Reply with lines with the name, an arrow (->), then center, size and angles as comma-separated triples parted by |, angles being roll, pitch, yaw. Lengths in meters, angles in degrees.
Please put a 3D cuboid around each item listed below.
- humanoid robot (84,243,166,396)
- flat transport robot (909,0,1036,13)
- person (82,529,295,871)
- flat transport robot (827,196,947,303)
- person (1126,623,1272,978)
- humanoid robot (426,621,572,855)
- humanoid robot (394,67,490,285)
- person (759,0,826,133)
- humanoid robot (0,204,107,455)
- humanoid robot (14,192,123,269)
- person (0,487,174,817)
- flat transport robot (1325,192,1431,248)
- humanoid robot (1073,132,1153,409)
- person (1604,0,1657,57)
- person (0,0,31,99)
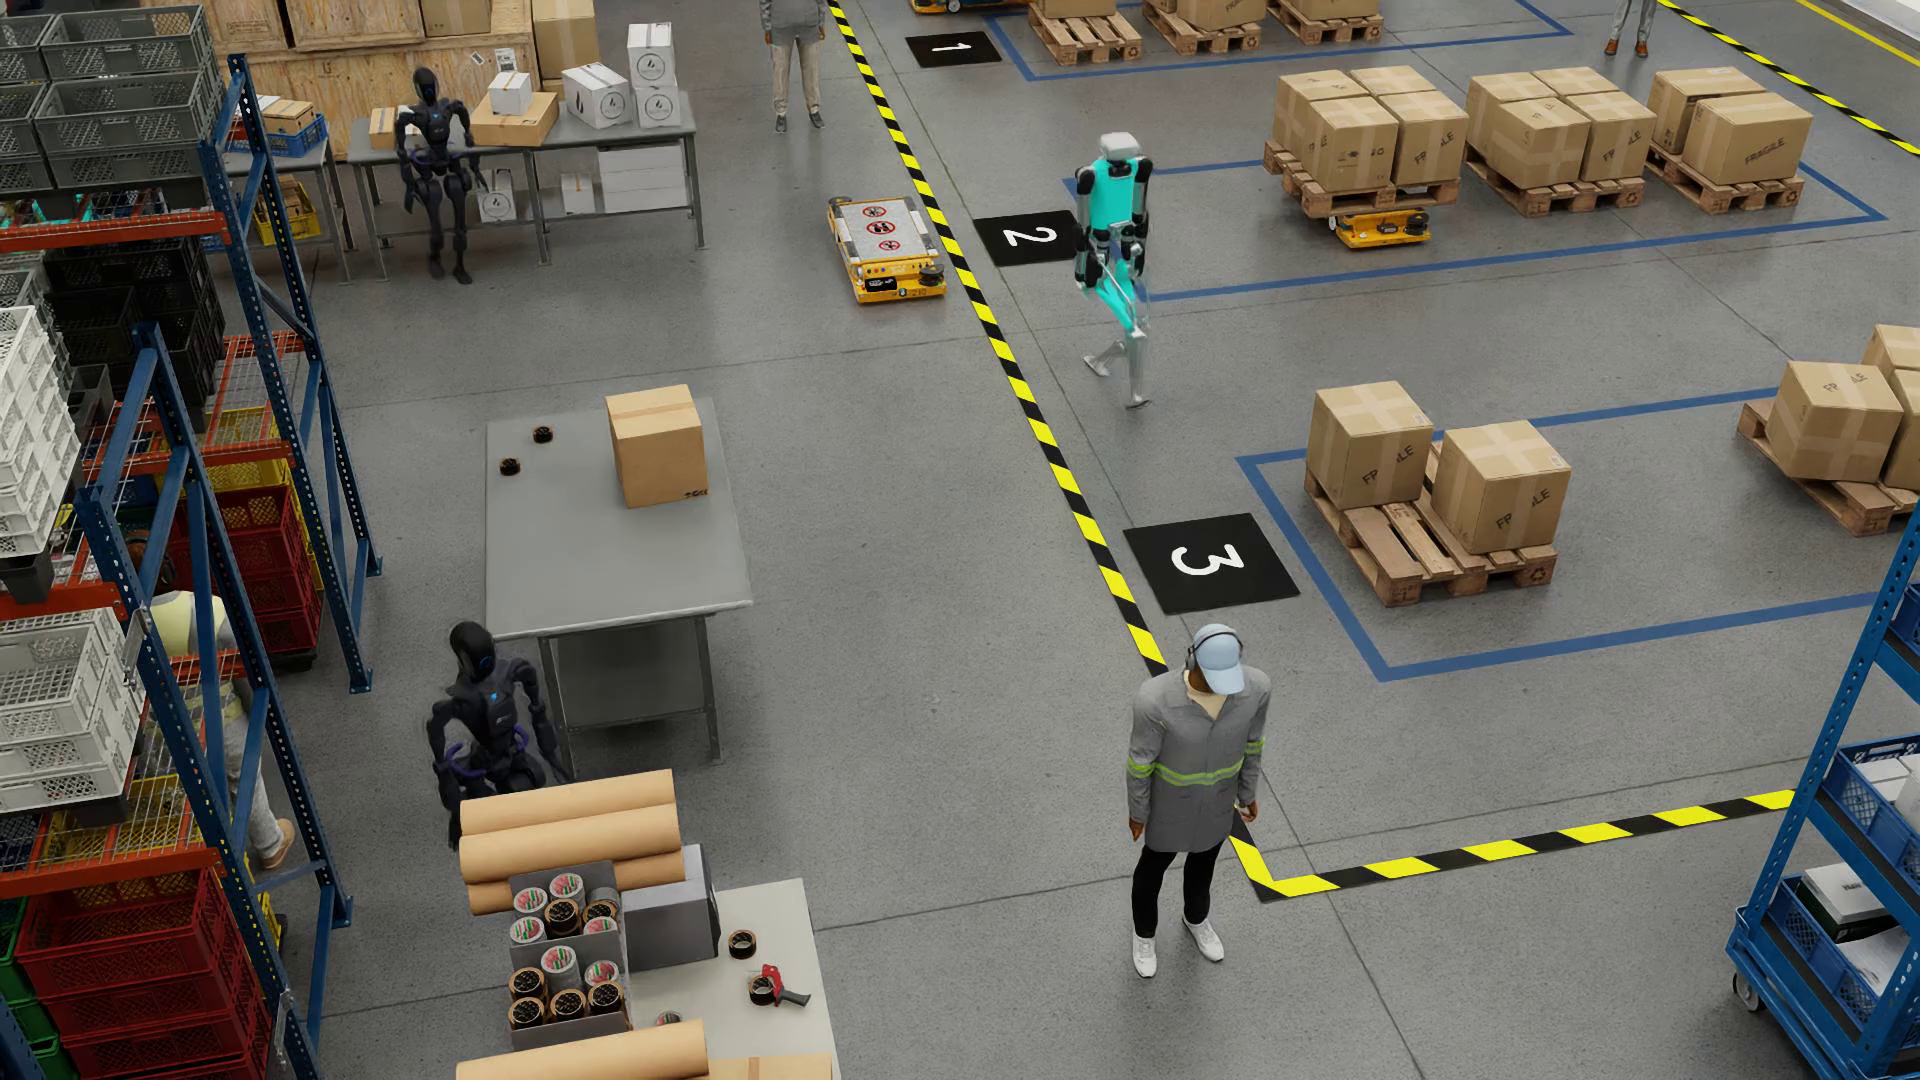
humanoid robot -> -4.804, -1.047, 9.795 | 0.405, 1.644, 0.609 | -25, 43, -30
flat transport robot -> 0.184, -5.696, 17.186 | 1.431, 0.197, 0.652 | -8, 37, -10
person -> -3.340, 0.735, 7.260 | 0.617, 1.836, 0.432 | -6, 37, -8
flat transport robot -> -0.570, -2.220, 12.538 | 0.659, 0.231, 1.431 | -8, 37, -10
person -> 0.960, 1.063, 6.803 | 0.586, 1.848, 0.393 | -9, 38, -12
humanoid robot -> -2.011, 0.980, 7.075 | 0.673, 1.629, 0.587 | 27, 44, 31
humanoid robot -> -3.701, -2.608, 11.885 | 0.612, 1.643, 0.386 | -22, 42, -26
person -> -1.418, -4.371, 14.170 | 0.572, 1.768, 0.398 | -10, 38, -13
humanoid robot -> -5.377, -1.141, 9.841 | 0.696, 1.783, 0.550 | 20, 41, 25
humanoid robot -> -5.260, -1.395, 10.114 | 0.531, 1.695, 0.745 | -15, 39, -19
person -> -3.931, 0.526, 7.536 | 0.599, 1.831, 0.404 | 4, 37, 5
flat transport robot -> 3.134, -2.740, 13.213 | 0.652, 0.197, 1.431 | -8, 37, -10
humanoid robot -> 1.092, -1.628, 10.555 | 0.531, 1.785, 1.018 | -17, 40, -21
person -> 6.474, -5.481, 15.568 | 0.585, 1.885, 0.362 | 9, 38, 12
person -> -8.401, -4.548, 14.261 | 0.386, 1.947, 0.612 | 8, 37, 11
